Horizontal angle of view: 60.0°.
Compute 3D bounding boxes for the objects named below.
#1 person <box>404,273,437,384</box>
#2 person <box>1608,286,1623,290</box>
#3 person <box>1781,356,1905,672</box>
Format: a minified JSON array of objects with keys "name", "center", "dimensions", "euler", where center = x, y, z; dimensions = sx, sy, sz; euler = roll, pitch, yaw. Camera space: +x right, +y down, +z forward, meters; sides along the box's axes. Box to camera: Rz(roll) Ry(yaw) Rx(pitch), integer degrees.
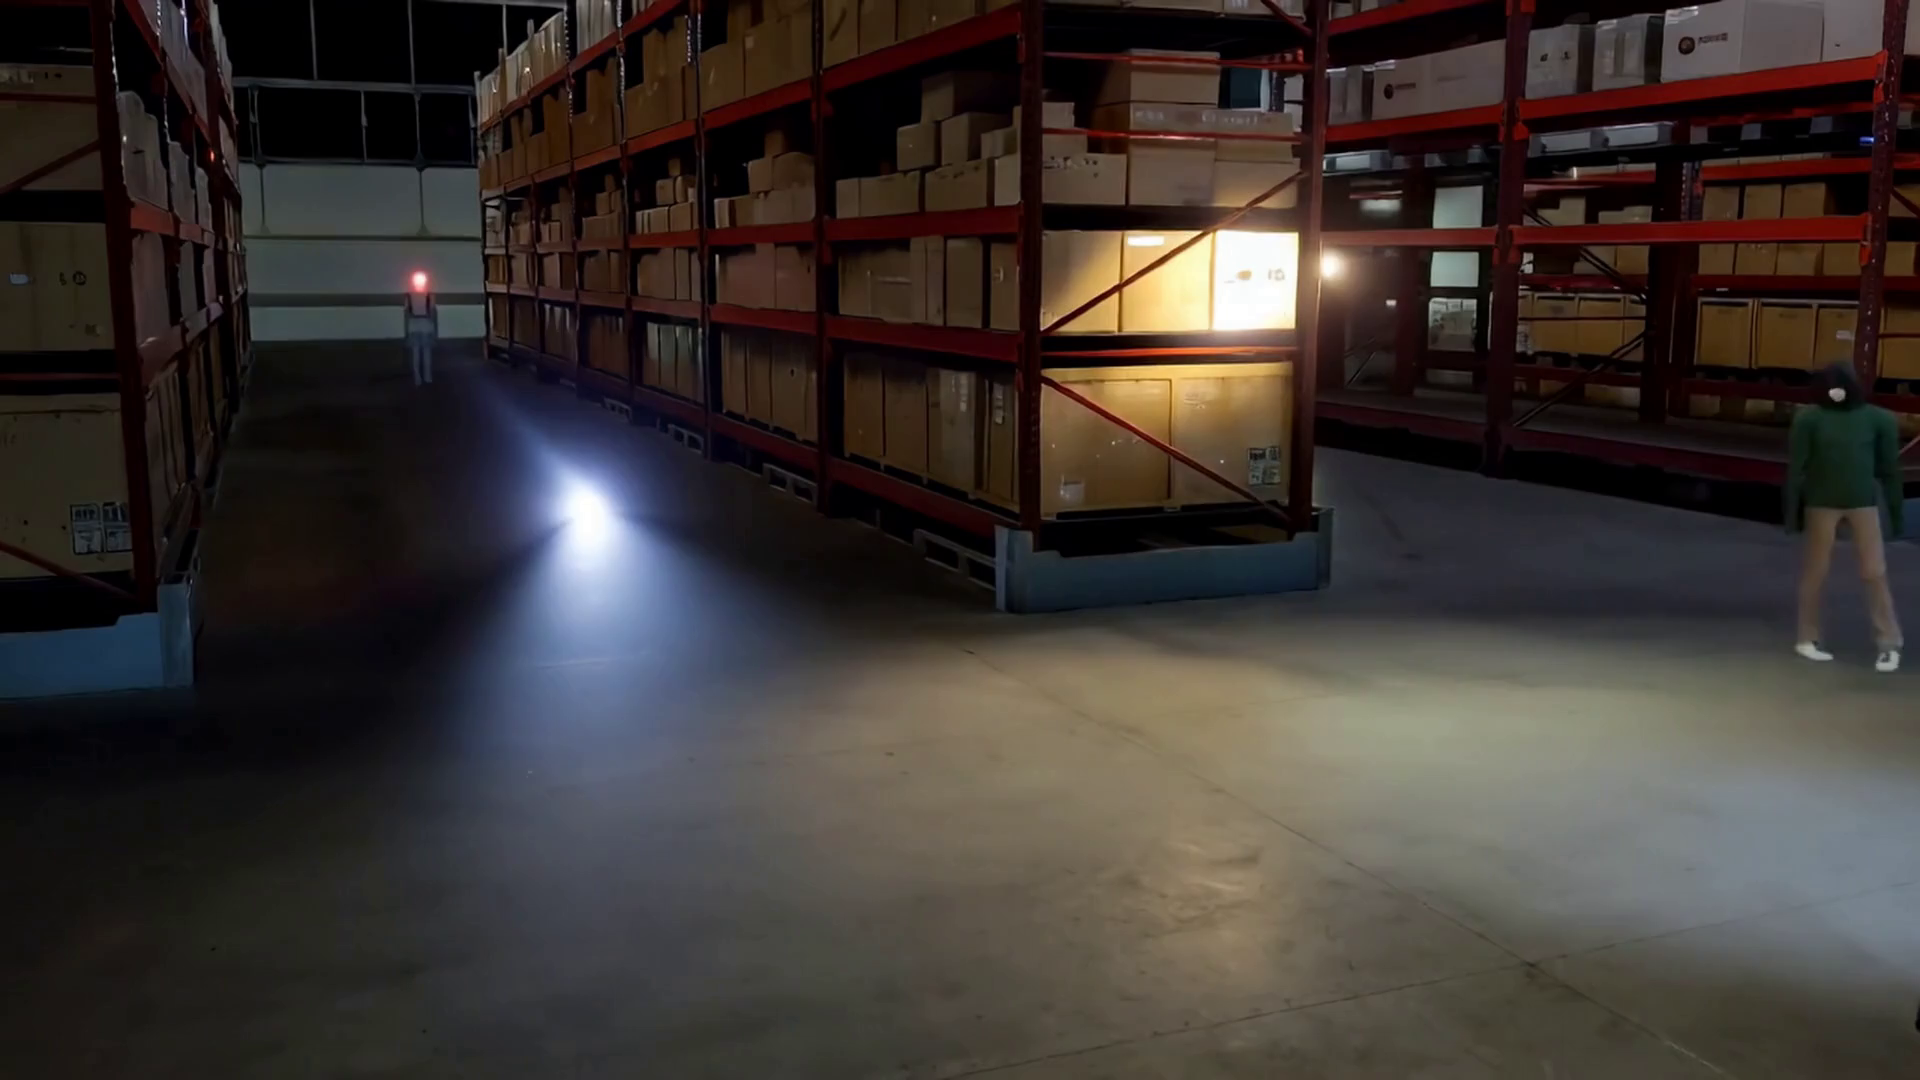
[{"name":"person","center":[-9.237,-3.620,28.481],"dimensions":[0.553,1.907,0.932],"euler":[-2,10,-12]},{"name":"person","center":[12.161,-4.007,30.687],"dimensions":[0.644,1.942,1.044],"euler":[6,11,33]},{"name":"person","center":[4.537,-0.144,8.542],"dimensions":[0.578,1.606,0.363],"euler":[4,10,20]}]
